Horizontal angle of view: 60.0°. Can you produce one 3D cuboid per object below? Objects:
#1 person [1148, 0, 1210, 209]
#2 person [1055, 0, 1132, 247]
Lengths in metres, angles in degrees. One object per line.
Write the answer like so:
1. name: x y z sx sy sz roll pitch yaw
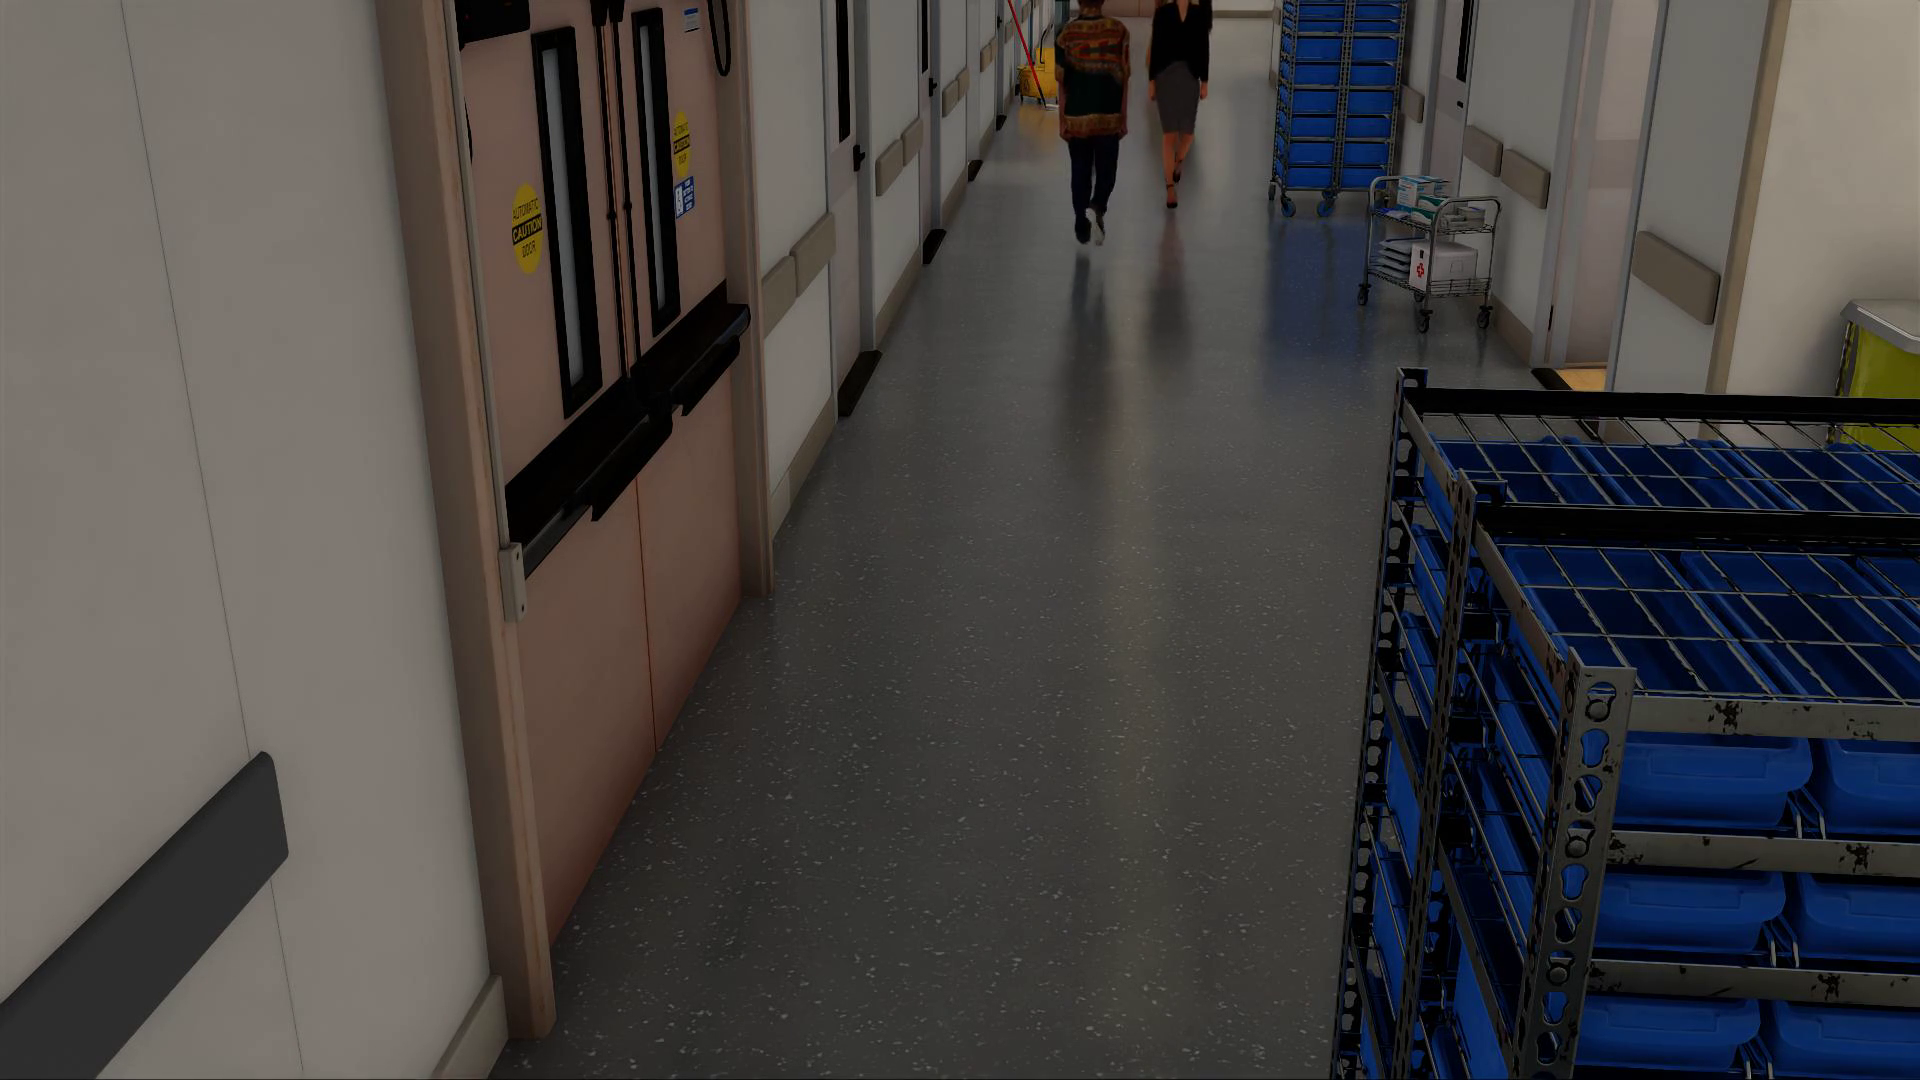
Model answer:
1. person: 1.708 -3.568 13.180 0.621 1.828 0.810 1 21 3
2. person: 0.915 -2.889 11.380 0.677 1.791 0.975 2 21 5
